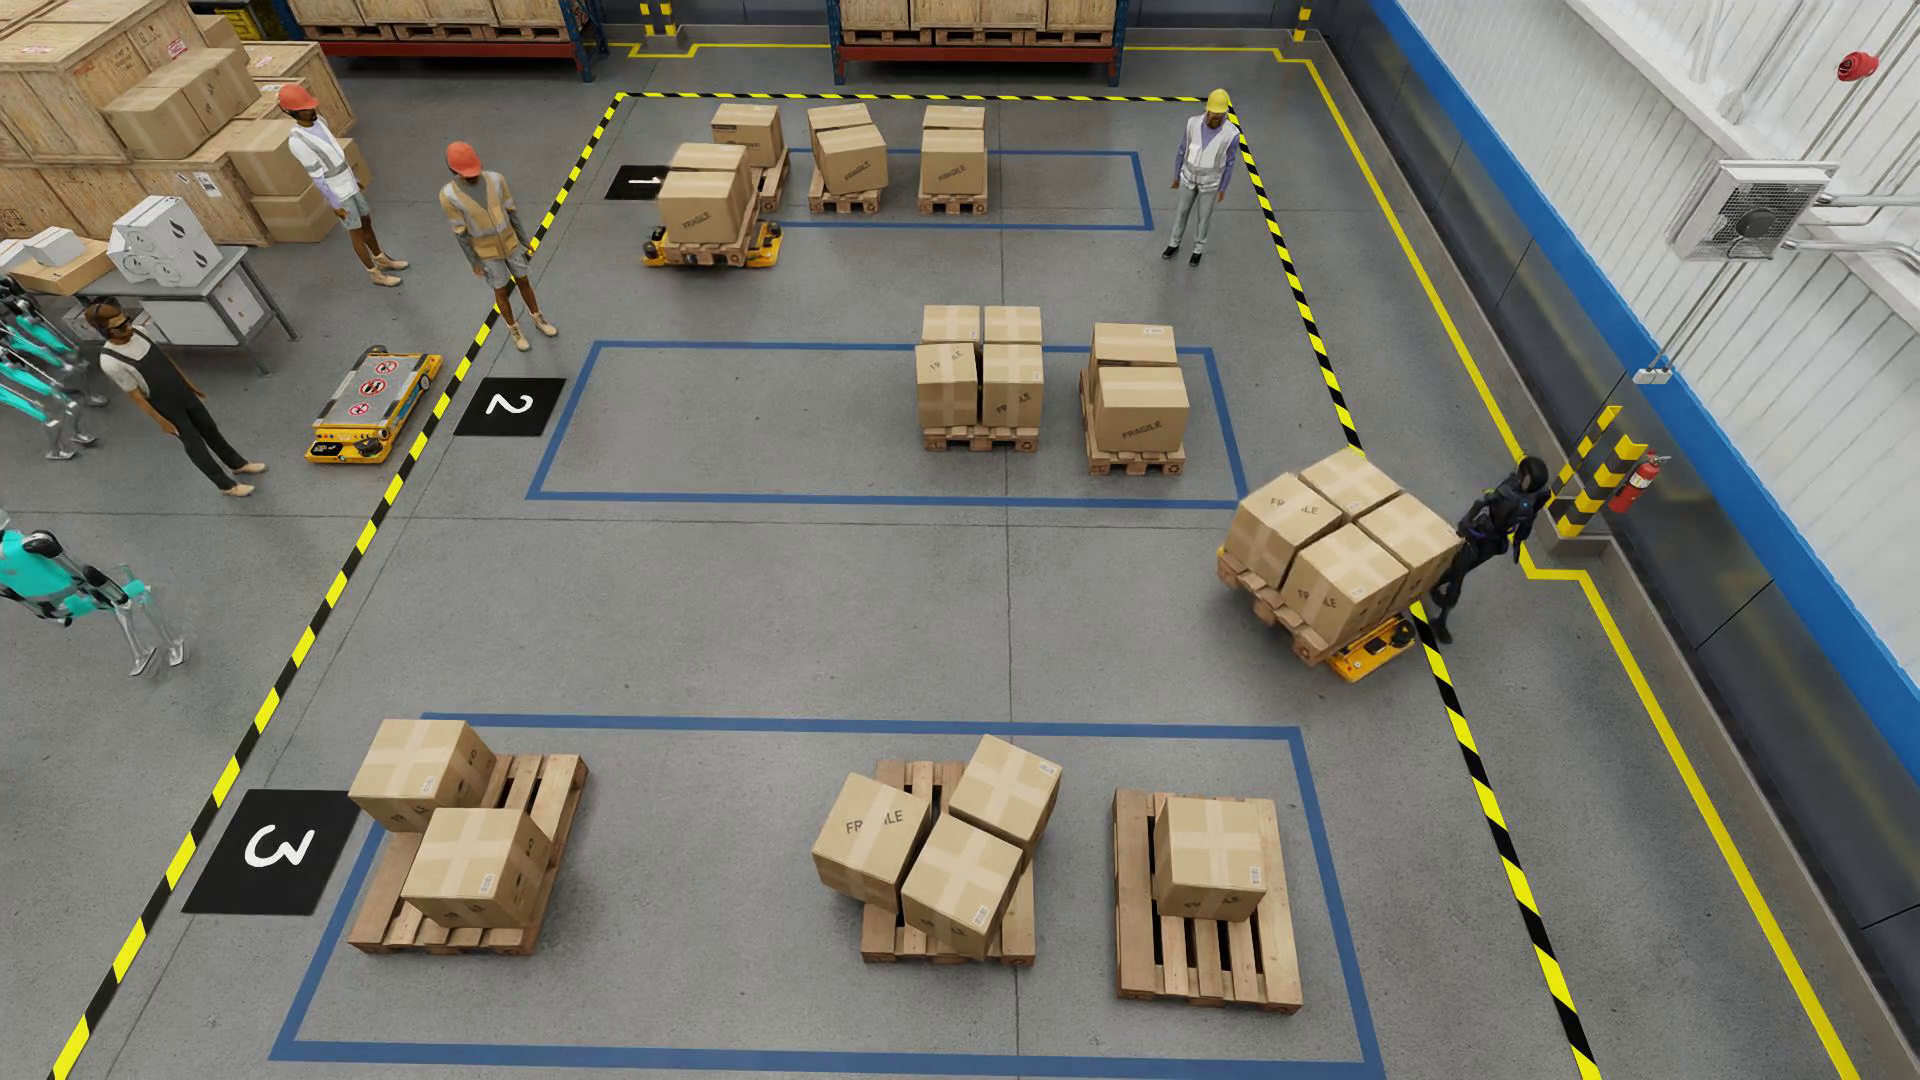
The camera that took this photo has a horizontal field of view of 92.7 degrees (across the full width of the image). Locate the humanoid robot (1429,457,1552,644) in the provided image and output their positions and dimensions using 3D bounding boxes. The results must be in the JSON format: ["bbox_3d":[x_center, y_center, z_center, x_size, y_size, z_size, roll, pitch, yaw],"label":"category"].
[{"bbox_3d":[3.693,0.042,6.417,0.584,1.640,0.611,-7,50,-6],"label":"humanoid robot"}]

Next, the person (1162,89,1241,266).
[{"bbox_3d":[2.489,-3.730,9.495,0.599,1.833,0.404,23,54,19],"label":"person"}]

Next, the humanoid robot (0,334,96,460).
[{"bbox_3d":[-7.802,-1.355,7.515,0.678,1.750,0.546,10,50,8],"label":"humanoid robot"}]

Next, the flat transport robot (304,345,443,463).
[{"bbox_3d":[-5.383,-1.269,8.441,0.659,0.231,1.431,1,50,1],"label":"flat transport robot"}]

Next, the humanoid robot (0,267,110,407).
[{"bbox_3d":[-8.118,-1.880,8.007,0.898,1.773,0.580,7,50,6],"label":"humanoid robot"}]

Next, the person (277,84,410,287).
[{"bbox_3d":[-6.173,-3.522,9.186,0.370,2.042,0.613,-5,50,-4],"label":"person"}]

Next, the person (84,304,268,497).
[{"bbox_3d":[-6.211,-1.081,7.256,0.350,1.839,0.498,-3,50,-2],"label":"person"}]

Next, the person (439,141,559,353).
[{"bbox_3d":[-4.270,-2.698,8.495,0.388,2.034,0.605,36,58,26],"label":"person"}]

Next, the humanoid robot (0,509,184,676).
[{"bbox_3d":[-5.825,0.256,6.100,0.533,1.677,0.735,-12,51,-10],"label":"humanoid robot"}]

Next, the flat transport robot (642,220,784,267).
[{"bbox_3d":[-2.722,-3.299,10.140,1.431,0.197,0.652,1,50,1],"label":"flat transport robot"}]

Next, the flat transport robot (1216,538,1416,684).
[{"bbox_3d":[2.706,0.391,7.018,0.652,0.197,1.431,-26,54,-20],"label":"flat transport robot"}]
